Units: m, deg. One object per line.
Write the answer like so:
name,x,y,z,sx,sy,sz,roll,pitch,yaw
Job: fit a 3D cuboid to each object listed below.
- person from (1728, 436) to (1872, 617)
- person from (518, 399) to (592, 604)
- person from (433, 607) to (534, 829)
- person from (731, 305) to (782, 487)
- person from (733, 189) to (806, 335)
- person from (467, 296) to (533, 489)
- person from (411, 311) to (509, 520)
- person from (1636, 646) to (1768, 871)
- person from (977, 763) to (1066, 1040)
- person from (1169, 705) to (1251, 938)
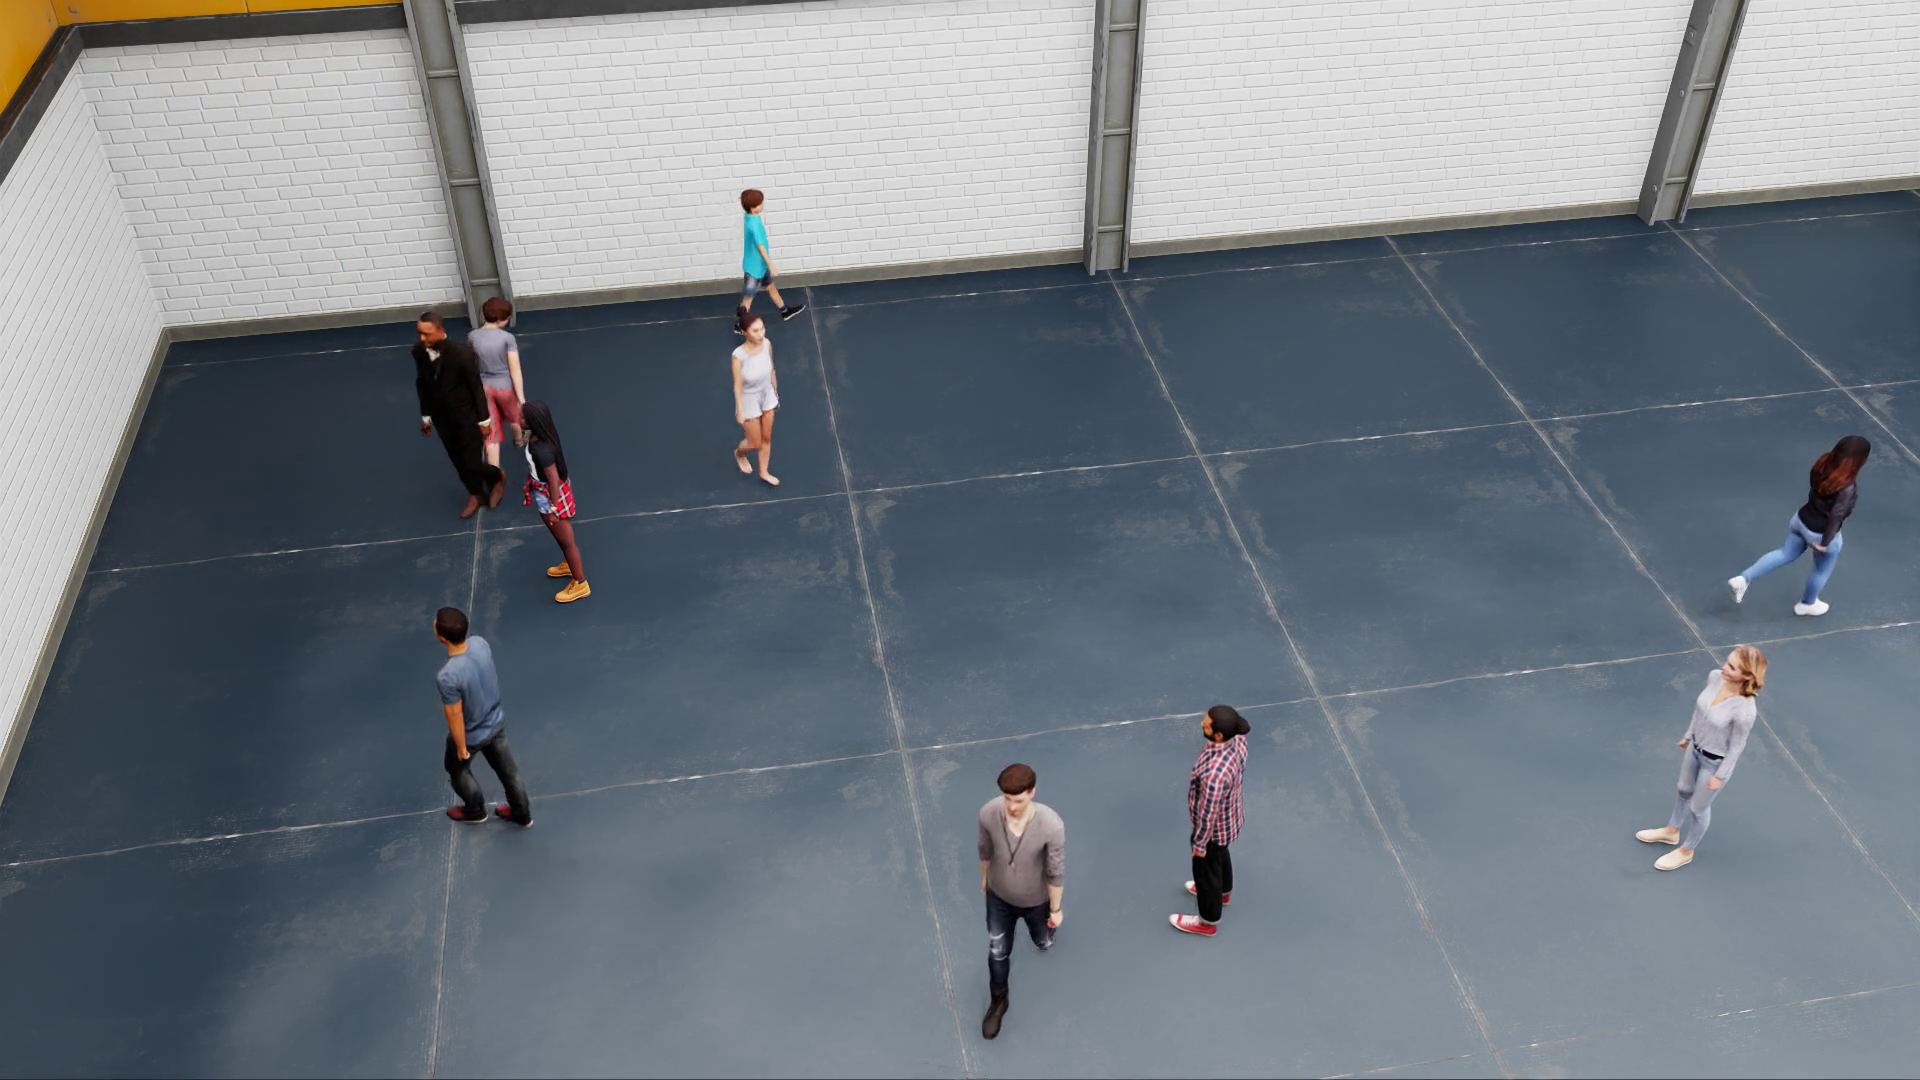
person,6.138,-0.085,12.069,1.035,1.610,0.688,-4,39,-4
person,-2.997,-0.310,12.256,0.627,1.727,0.637,-11,40,-14
person,-2.930,1.171,10.349,0.948,1.793,0.873,14,41,16
person,-1.706,-1.161,13.422,0.797,1.603,0.739,28,46,30
person,-1.947,-2.528,15.284,0.903,1.416,0.519,-6,39,-8
person,-3.727,-1.132,13.402,1.104,1.581,0.880,-3,39,-4
person,-3.876,-1.017,13.012,0.874,1.890,0.948,16,41,19
person,4.578,1.322,10.159,0.517,1.796,0.598,-4,39,-5
person,0.376,1.915,9.347,1.186,1.881,1.077,11,40,14
person,1.508,1.632,9.802,0.761,1.756,0.768,13,40,16
